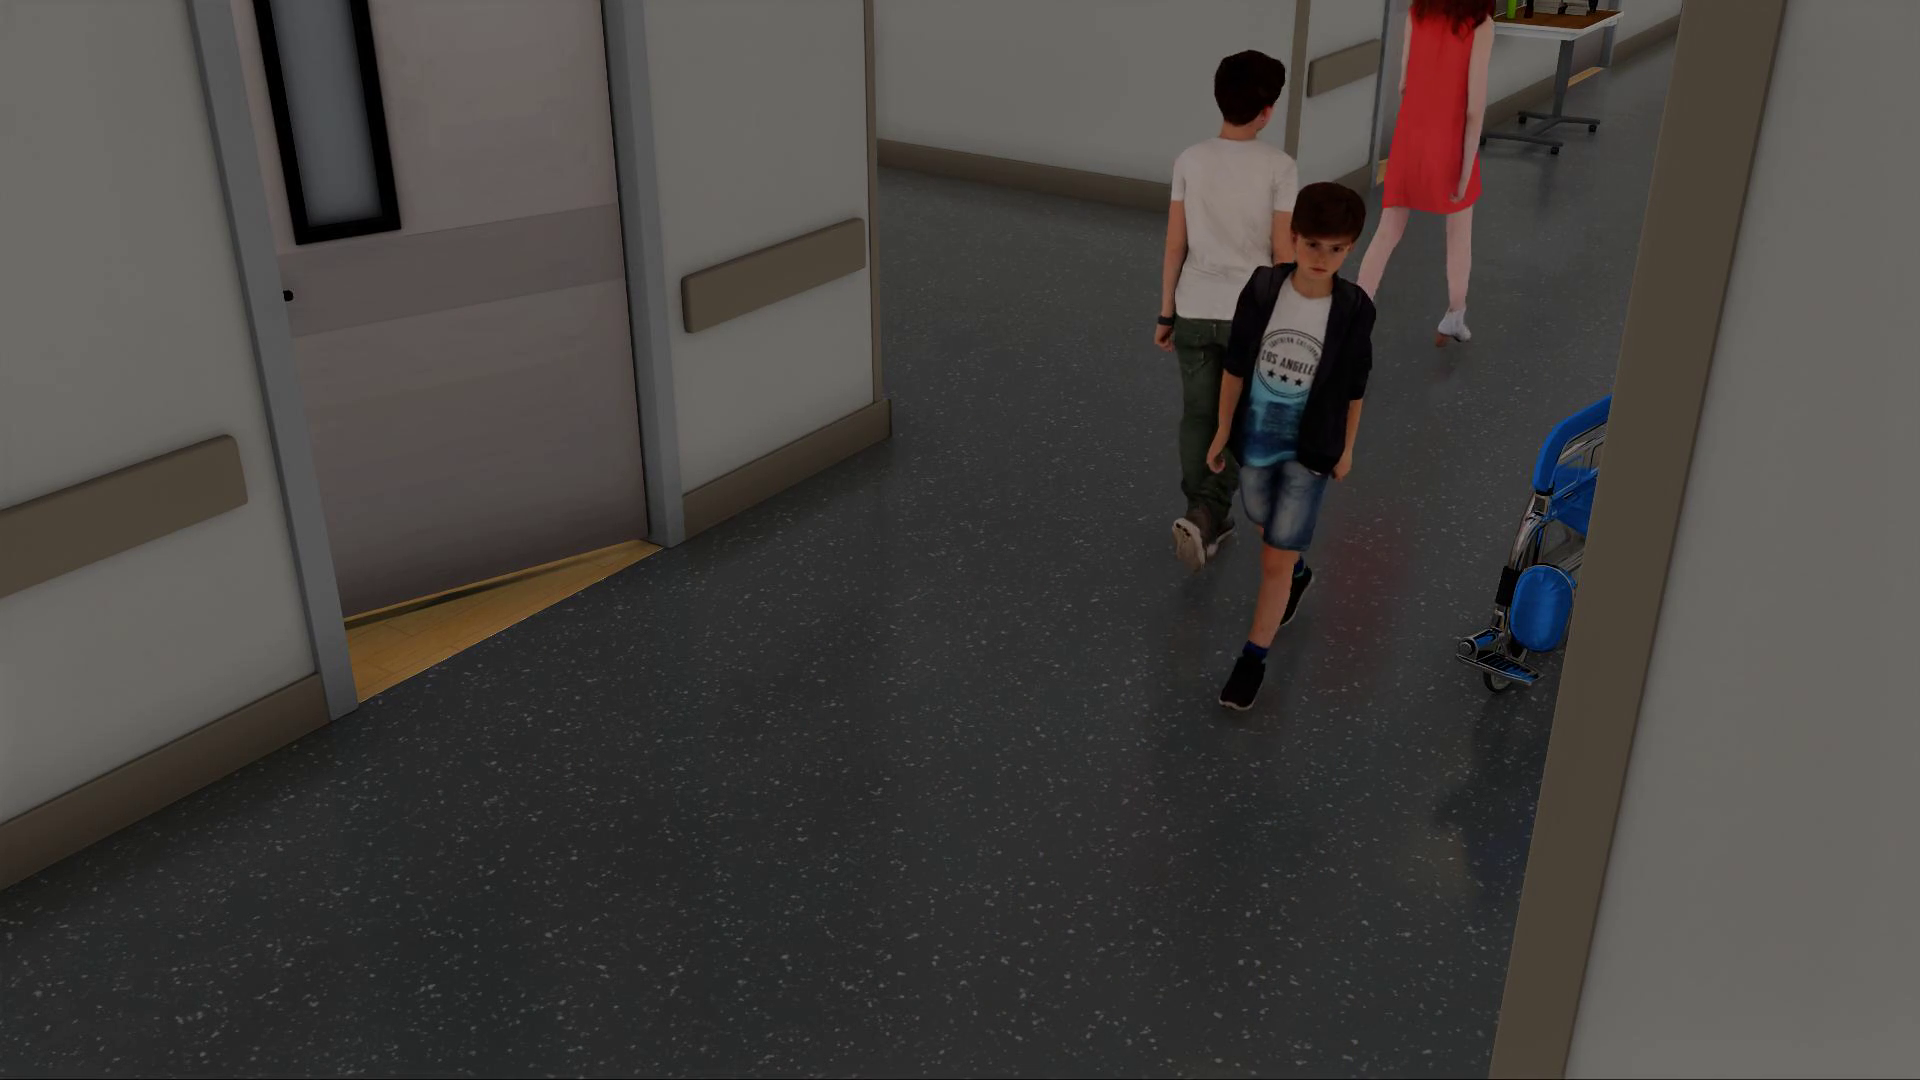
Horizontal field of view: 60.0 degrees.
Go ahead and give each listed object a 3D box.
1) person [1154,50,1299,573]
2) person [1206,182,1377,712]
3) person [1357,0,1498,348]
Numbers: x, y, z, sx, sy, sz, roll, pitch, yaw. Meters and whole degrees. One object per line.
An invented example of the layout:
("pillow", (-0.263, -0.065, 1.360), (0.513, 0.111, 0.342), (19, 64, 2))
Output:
("person", (0.810, -0.649, 5.133), (0.699, 1.647, 0.926), (9, 27, 18))
("person", (0.935, -0.294, 4.672), (0.576, 1.408, 1.008), (15, 29, 28))
("person", (1.865, -1.528, 6.805), (0.671, 1.780, 1.146), (22, 33, 37))
